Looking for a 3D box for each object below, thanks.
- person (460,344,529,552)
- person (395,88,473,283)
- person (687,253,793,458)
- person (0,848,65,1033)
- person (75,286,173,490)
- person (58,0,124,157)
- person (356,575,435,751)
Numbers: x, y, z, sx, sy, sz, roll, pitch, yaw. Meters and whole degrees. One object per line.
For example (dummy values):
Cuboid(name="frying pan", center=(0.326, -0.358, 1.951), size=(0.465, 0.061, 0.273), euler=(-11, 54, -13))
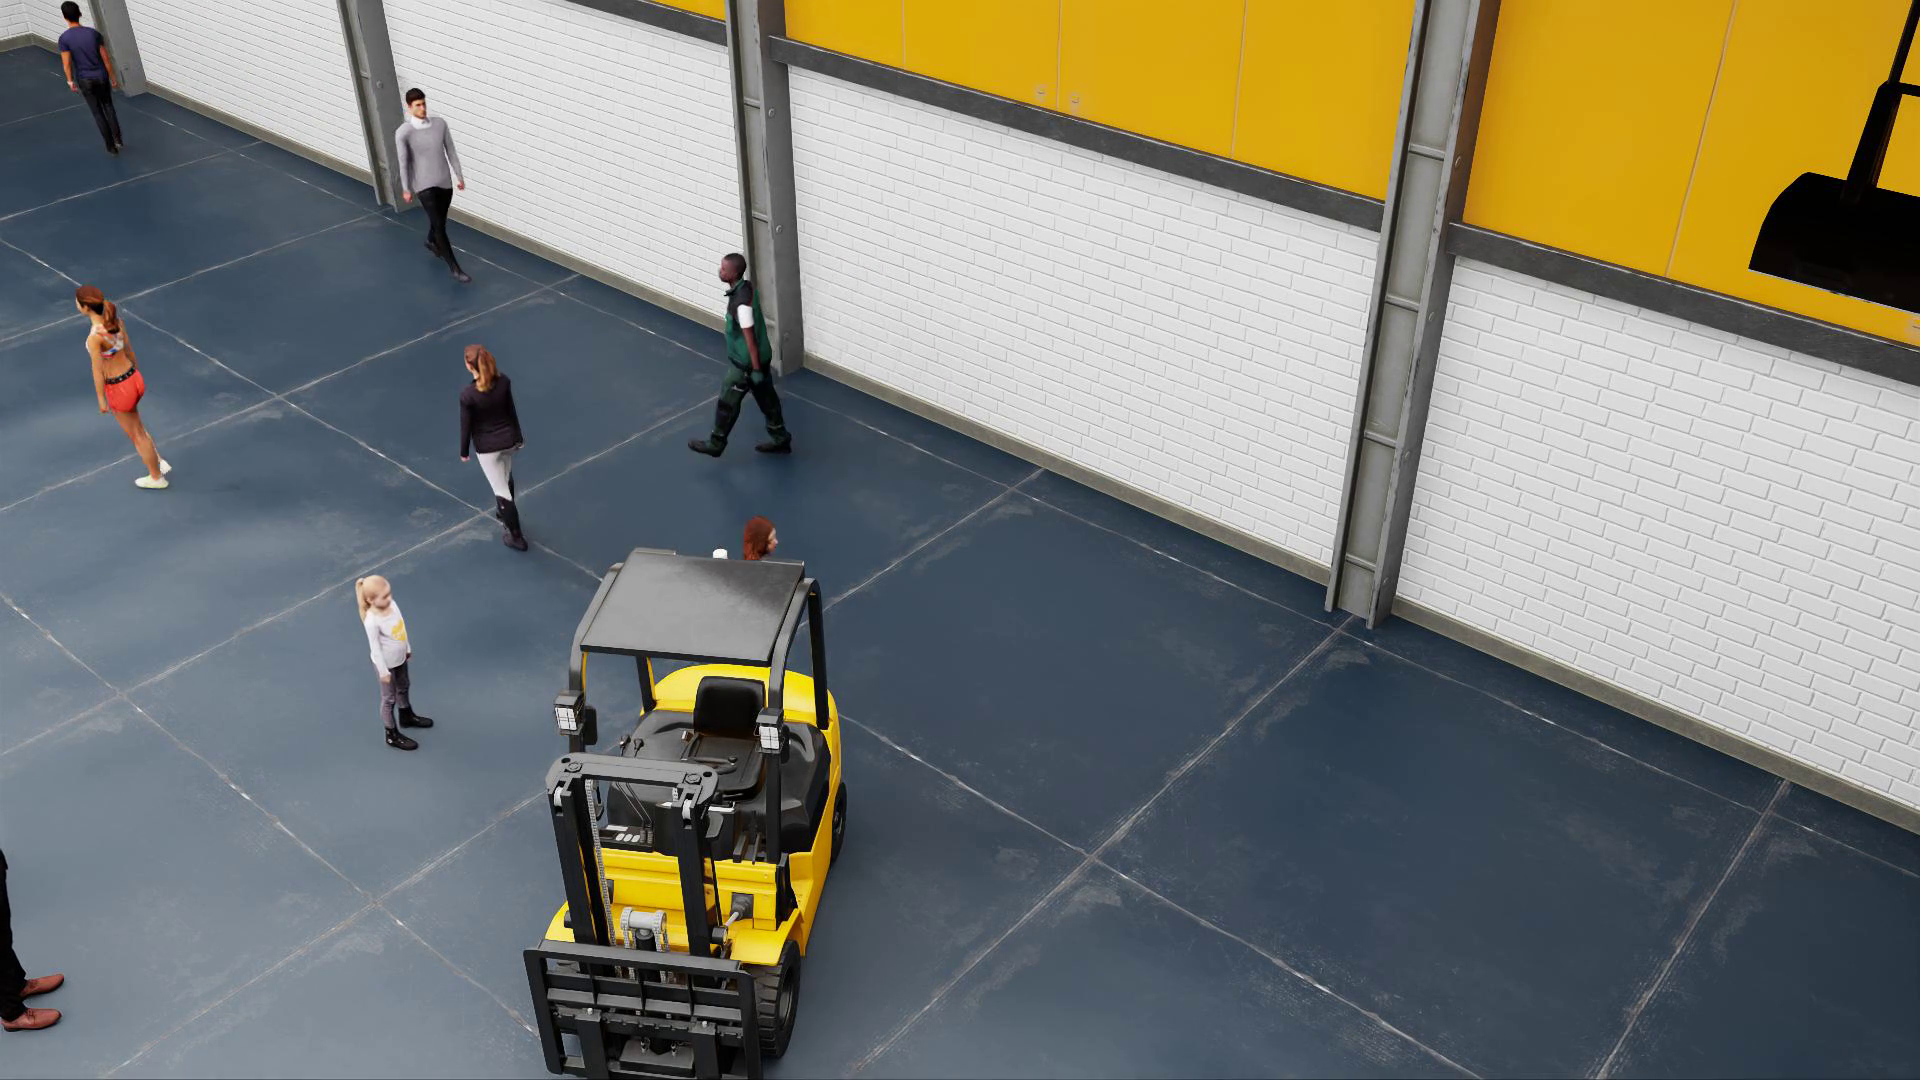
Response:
Cuboid(name="person", center=(-3.409, -0.648, 12.371), size=(0.792, 1.717, 0.618), euler=(28, 43, 36))
Cuboid(name="person", center=(-5.321, -3.593, 16.646), size=(1.275, 1.890, 0.810), euler=(29, 43, 36))
Cuboid(name="person", center=(-1.631, -1.460, 13.518), size=(1.209, 1.800, 1.131), euler=(-2, 34, -2))
Cuboid(name="person", center=(-5.101, 1.775, 8.576), size=(0.835, 1.883, 0.671), euler=(-13, 36, -19))
Cuboid(name="person", center=(-6.512, -1.177, 13.107), size=(0.758, 1.783, 0.719), euler=(4, 34, 6))
Cuboid(name="person", center=(-10.086, -5.349, 19.382), size=(0.708, 1.785, 0.652), euler=(-24, 41, -32))
Cuboid(name="person", center=(-3.659, 0.758, 10.654), size=(0.594, 1.276, 0.559), euler=(6, 34, 10))
